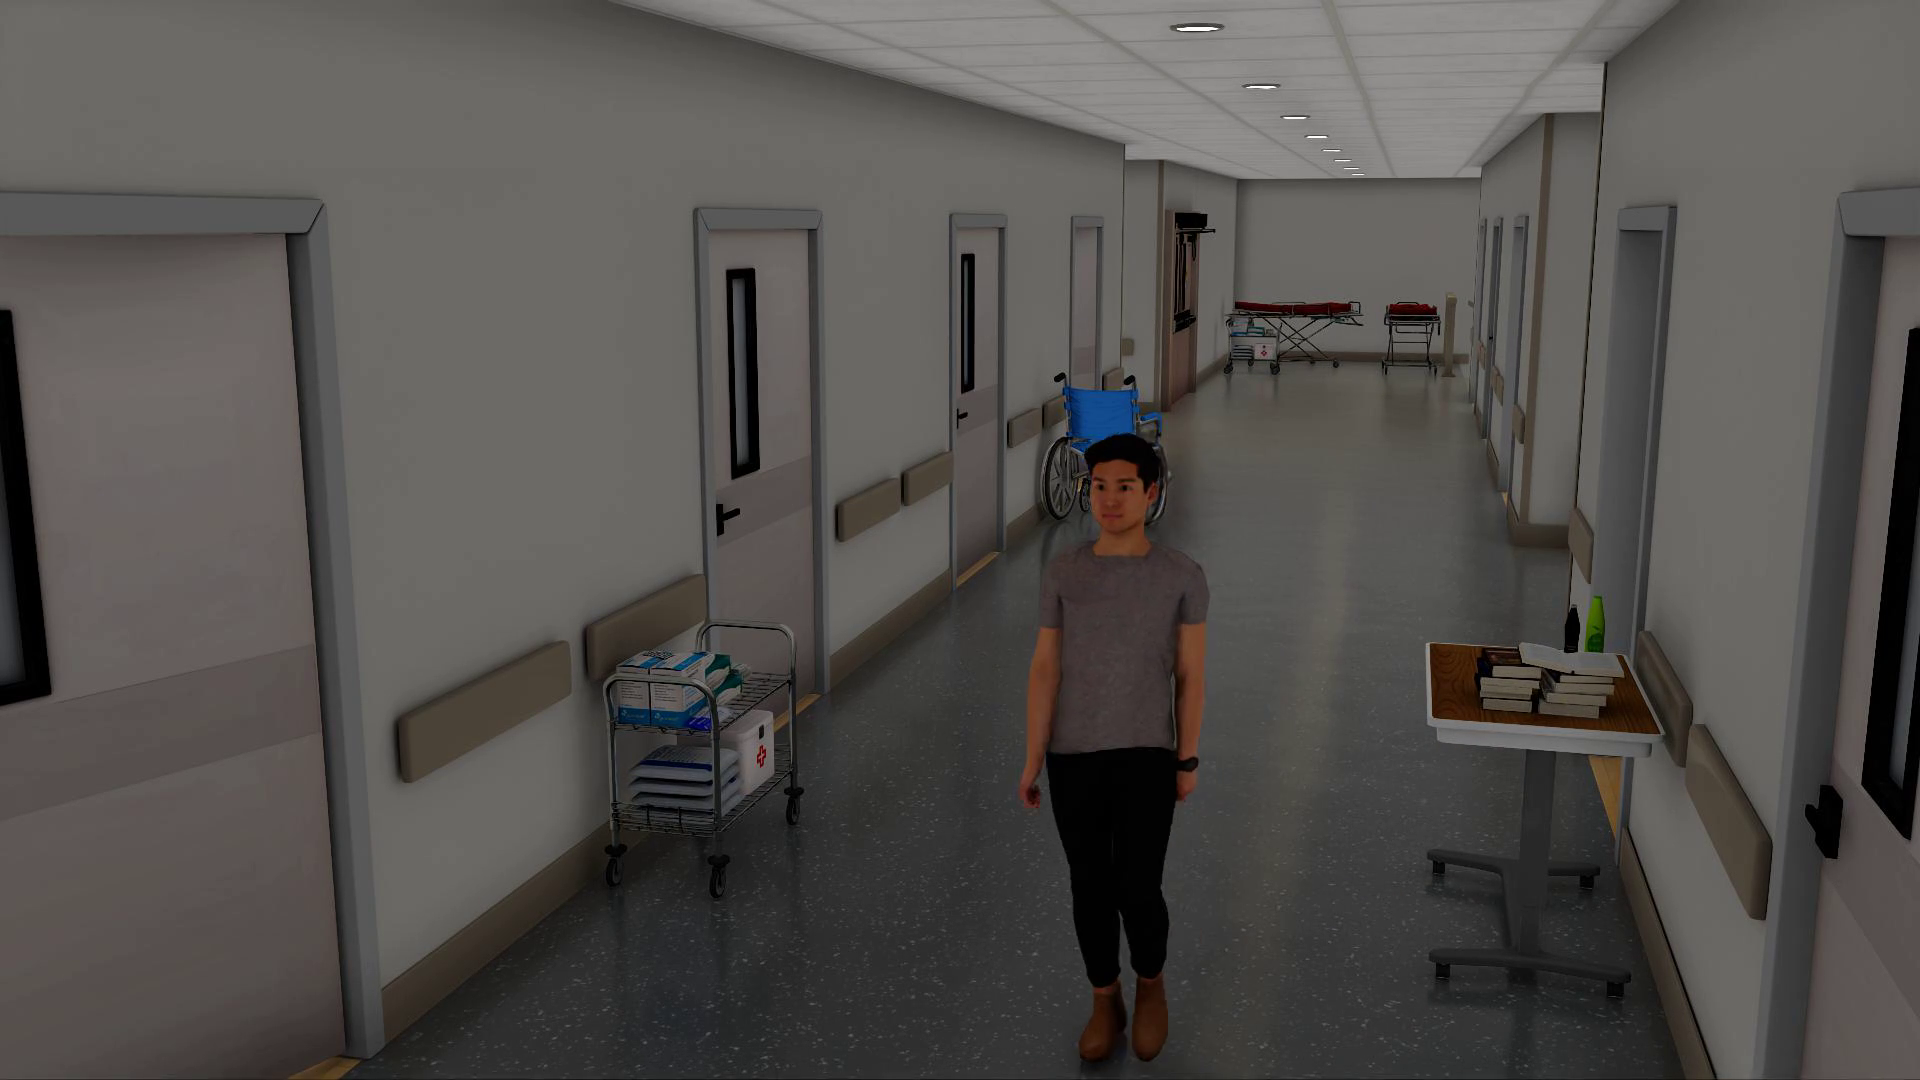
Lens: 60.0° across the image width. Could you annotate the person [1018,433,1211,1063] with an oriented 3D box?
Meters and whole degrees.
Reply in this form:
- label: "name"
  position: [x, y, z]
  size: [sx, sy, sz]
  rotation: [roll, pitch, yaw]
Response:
- label: "person"
  position: [0.438, 0.554, 4.513]
  size: [0.634, 1.710, 0.628]
  rotation: [4, 12, 21]
